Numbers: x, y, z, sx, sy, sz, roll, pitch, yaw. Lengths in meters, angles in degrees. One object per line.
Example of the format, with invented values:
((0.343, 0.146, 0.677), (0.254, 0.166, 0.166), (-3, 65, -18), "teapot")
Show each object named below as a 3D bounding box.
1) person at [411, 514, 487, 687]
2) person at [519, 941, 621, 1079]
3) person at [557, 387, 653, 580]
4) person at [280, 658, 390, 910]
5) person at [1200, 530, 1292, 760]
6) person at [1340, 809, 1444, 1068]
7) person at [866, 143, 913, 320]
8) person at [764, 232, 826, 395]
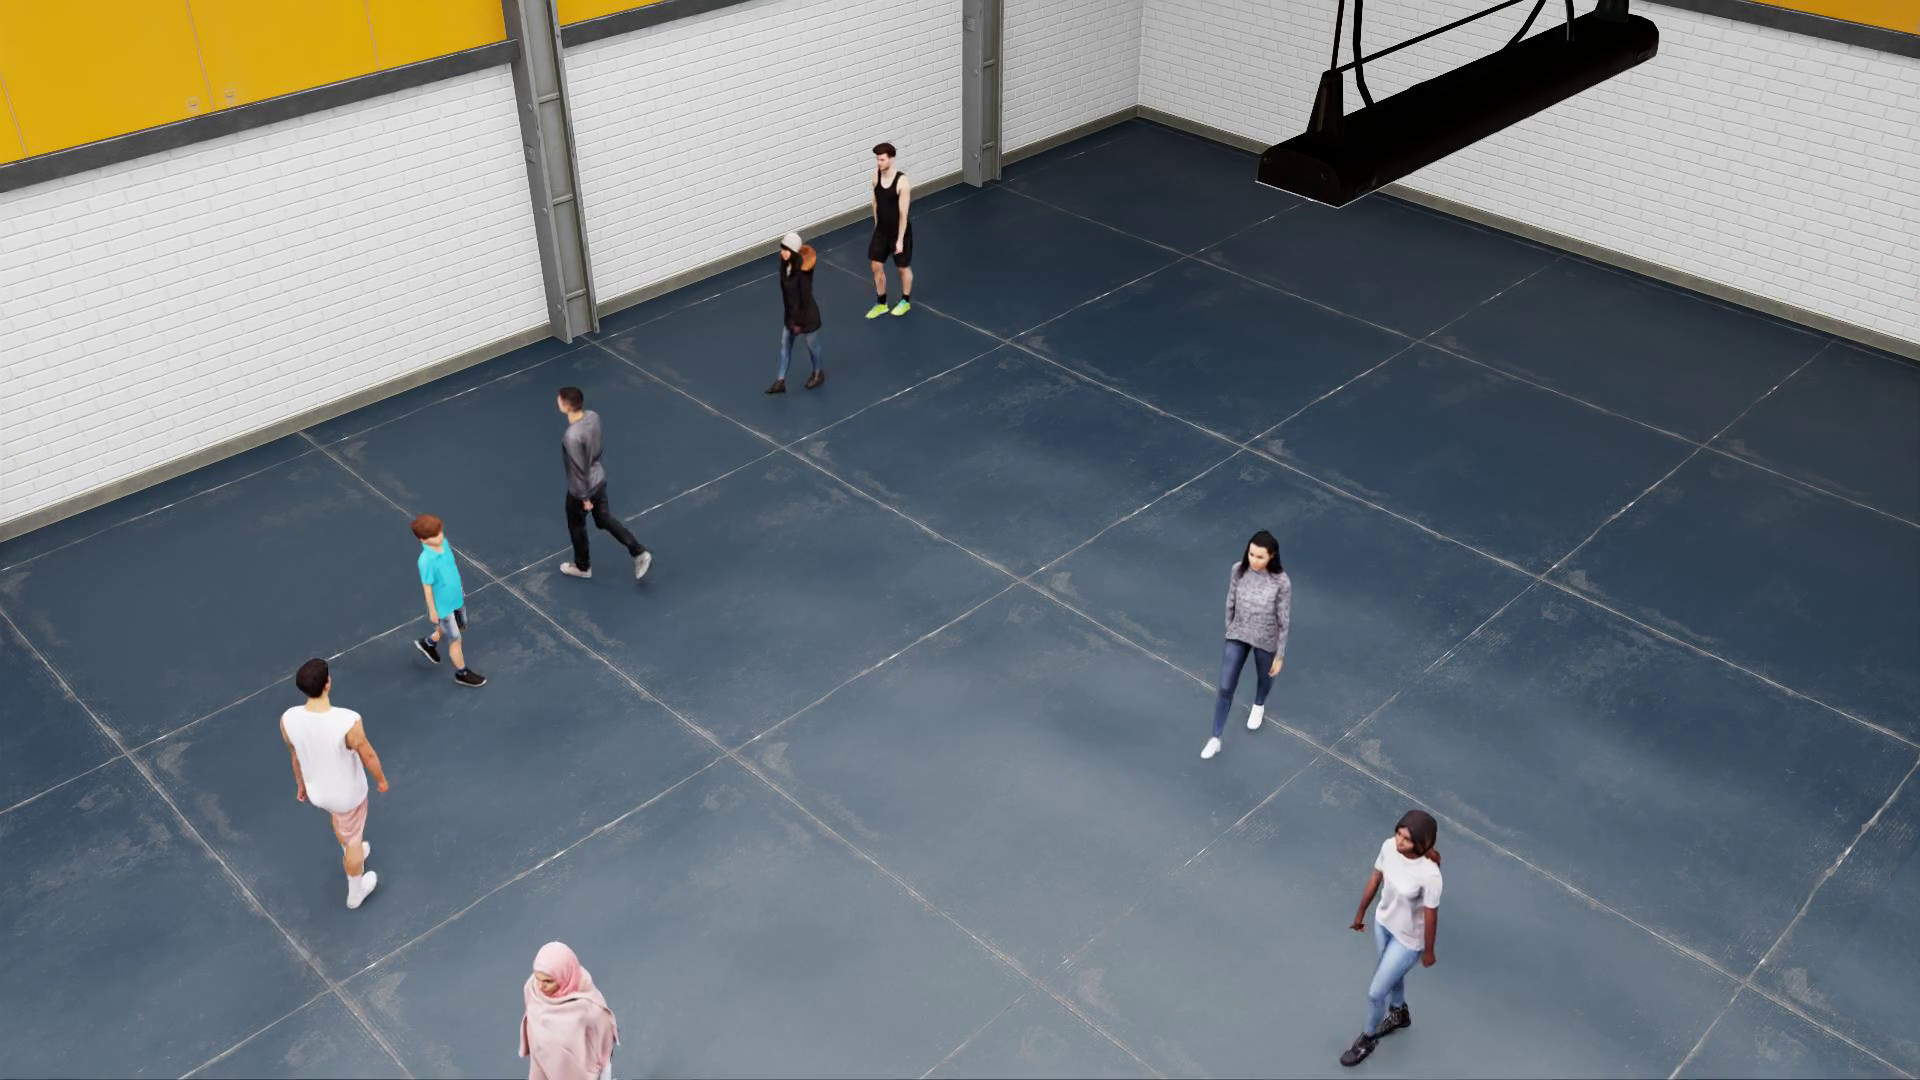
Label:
((-3.788, 0.414, 12.042), (0.822, 1.438, 0.828), (7, 34, 11), "person")
((-1.894, 2.631, 8.390), (0.851, 1.788, 0.970), (11, 35, 15), "person")
((-2.836, -0.411, 13.010), (0.966, 1.739, 1.067), (11, 35, 16), "person")
((-3.808, 1.541, 10.047), (0.870, 1.768, 0.932), (3, 34, 5), "person")
((2.071, 0.635, 11.473), (0.856, 1.699, 1.132), (15, 36, 21), "person")
((2.488, 2.147, 9.194), (0.881, 1.705, 0.761), (-15, 36, -21), "person")
((-0.633, -3.205, 17.095), (0.786, 1.871, 0.858), (18, 38, 25), "person")
((-1.454, -2.159, 15.762), (0.639, 1.605, 0.930), (25, 41, 33), "person")
